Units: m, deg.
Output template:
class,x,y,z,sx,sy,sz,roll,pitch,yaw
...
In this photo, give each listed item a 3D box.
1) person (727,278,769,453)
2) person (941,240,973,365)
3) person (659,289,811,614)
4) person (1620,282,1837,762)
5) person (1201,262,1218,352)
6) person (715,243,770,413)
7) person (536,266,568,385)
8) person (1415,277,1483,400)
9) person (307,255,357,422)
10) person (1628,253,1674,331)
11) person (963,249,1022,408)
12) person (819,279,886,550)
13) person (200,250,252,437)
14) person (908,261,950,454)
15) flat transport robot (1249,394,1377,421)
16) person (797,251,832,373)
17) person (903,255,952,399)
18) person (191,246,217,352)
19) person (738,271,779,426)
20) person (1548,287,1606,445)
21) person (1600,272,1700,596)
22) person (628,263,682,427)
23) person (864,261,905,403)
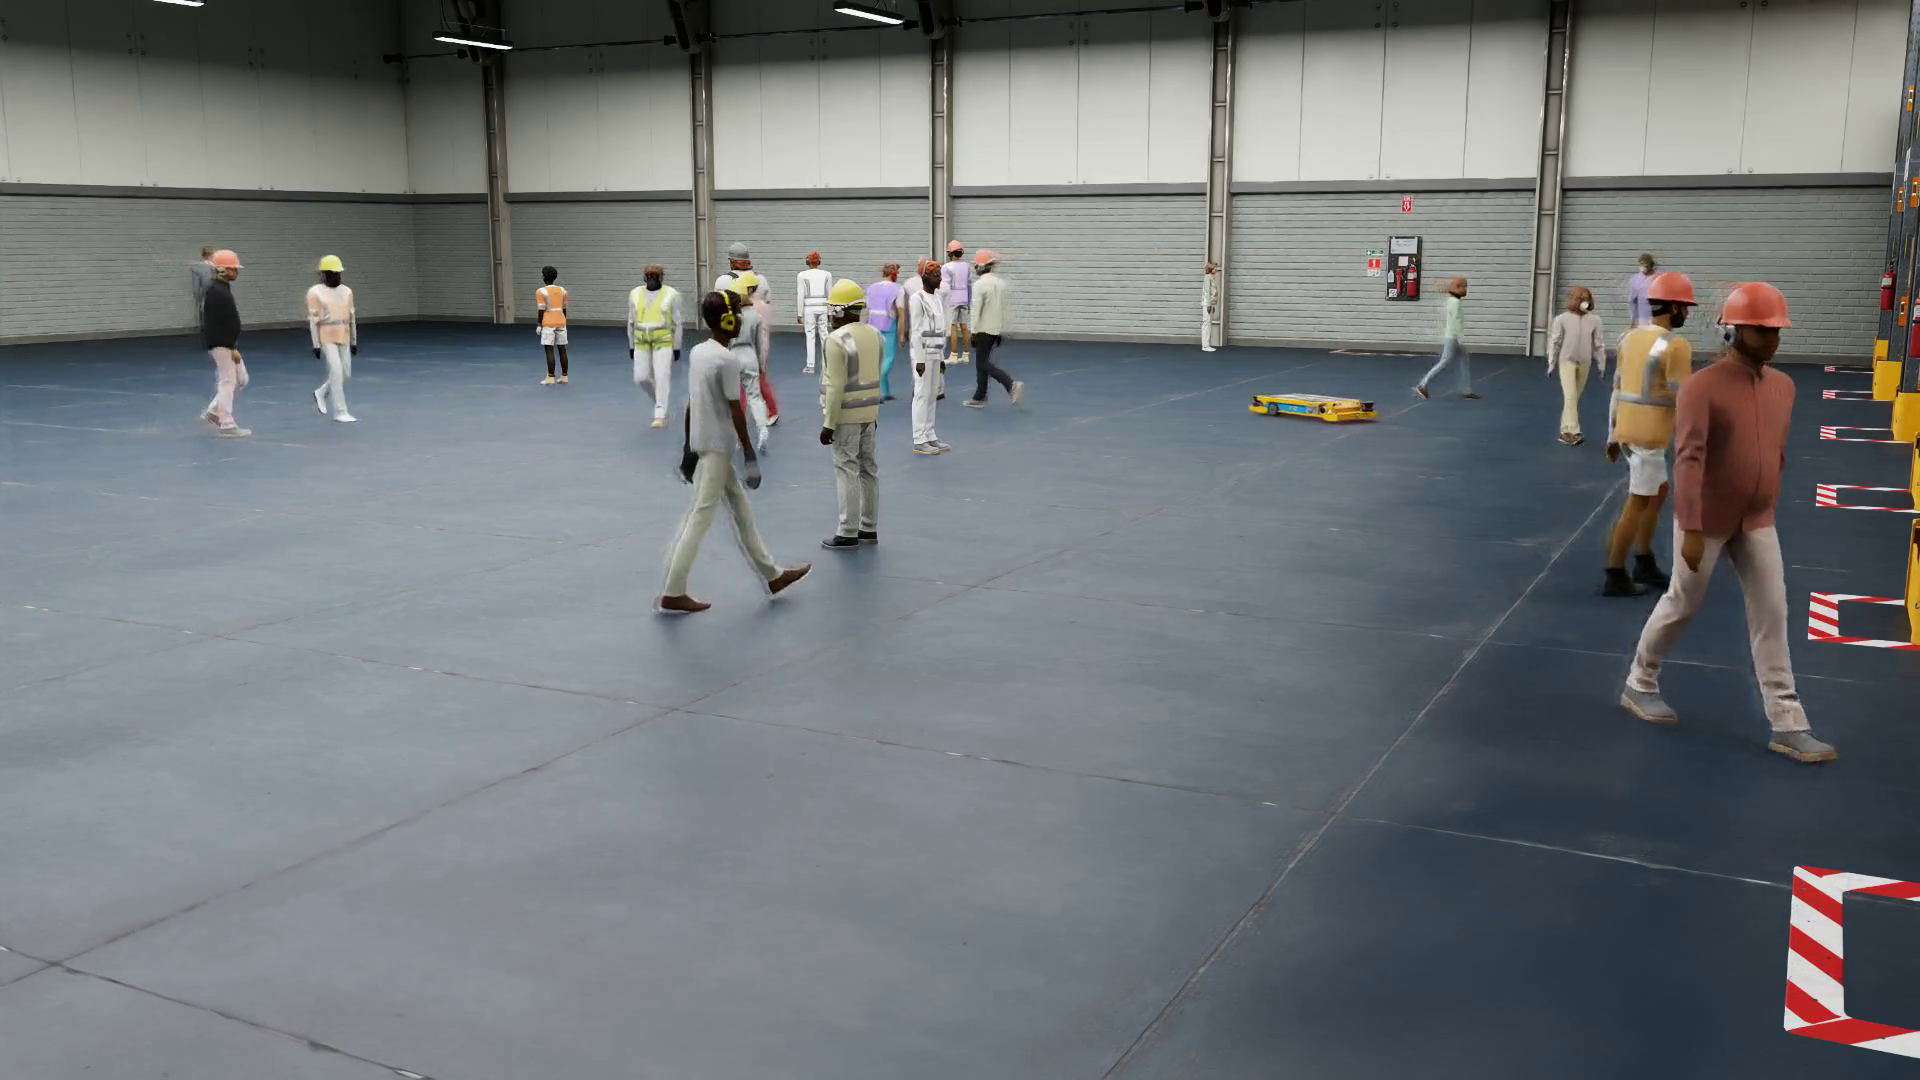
class,x,y,z,sx,sy,sz,roll,pitch,yaw
person,-2.126,-1.714,16.360,0.503,1.710,0.777,-6,12,-28
person,-0.075,-3.924,27.520,0.609,2.044,0.393,-8,13,-36
person,-1.302,-0.505,9.476,0.991,1.819,0.553,-6,12,-29
person,3.234,-0.103,6.981,0.636,1.942,1.001,-3,11,-17
person,4.598,-4.295,30.641,0.310,1.642,0.514,3,11,15
person,-2.615,-2.490,19.712,0.688,2.000,0.539,-6,12,-32
person,-5.812,-3.050,23.700,0.320,1.698,0.531,8,13,36
person,6.371,-2.617,21.603,0.814,1.596,0.499,4,11,20
person,-7.245,-2.316,19.131,0.721,1.910,0.587,6,12,30
person,10.154,-3.256,24.356,0.851,1.888,0.641,-7,13,-35
person,0.392,-2.576,20.378,0.806,1.966,0.621,5,12,27
person,-0.756,-0.848,11.319,0.403,1.835,0.586,6,12,31
person,-7.746,-2.065,17.576,0.475,1.972,0.622,-4,11,-19
person,-0.300,-1.786,16.308,0.356,1.882,0.574,4,11,21
flat transport robot,4.129,-1.570,19.520,0.652,0.197,1.431,-7,12,-34
person,-2.253,-3.529,25.808,0.574,1.883,0.361,-5,11,-24
person,-0.422,-2.711,21.360,0.657,1.876,0.819,0,10,0
person,-13.649,-4.392,30.363,0.627,1.939,0.371,-4,11,-20
person,-2.300,-2.096,18.384,0.537,1.744,0.726,8,13,36
person,6.287,-1.749,16.858,0.526,1.589,0.818,-1,10,-5
person,4.127,-0.605,9.791,0.724,1.910,0.559,-1,10,-7
person,-3.401,-2.182,18.621,0.644,1.823,0.528,2,11,11
person,-1.023,-2.648,21.251,0.609,1.809,0.769,7,12,32
